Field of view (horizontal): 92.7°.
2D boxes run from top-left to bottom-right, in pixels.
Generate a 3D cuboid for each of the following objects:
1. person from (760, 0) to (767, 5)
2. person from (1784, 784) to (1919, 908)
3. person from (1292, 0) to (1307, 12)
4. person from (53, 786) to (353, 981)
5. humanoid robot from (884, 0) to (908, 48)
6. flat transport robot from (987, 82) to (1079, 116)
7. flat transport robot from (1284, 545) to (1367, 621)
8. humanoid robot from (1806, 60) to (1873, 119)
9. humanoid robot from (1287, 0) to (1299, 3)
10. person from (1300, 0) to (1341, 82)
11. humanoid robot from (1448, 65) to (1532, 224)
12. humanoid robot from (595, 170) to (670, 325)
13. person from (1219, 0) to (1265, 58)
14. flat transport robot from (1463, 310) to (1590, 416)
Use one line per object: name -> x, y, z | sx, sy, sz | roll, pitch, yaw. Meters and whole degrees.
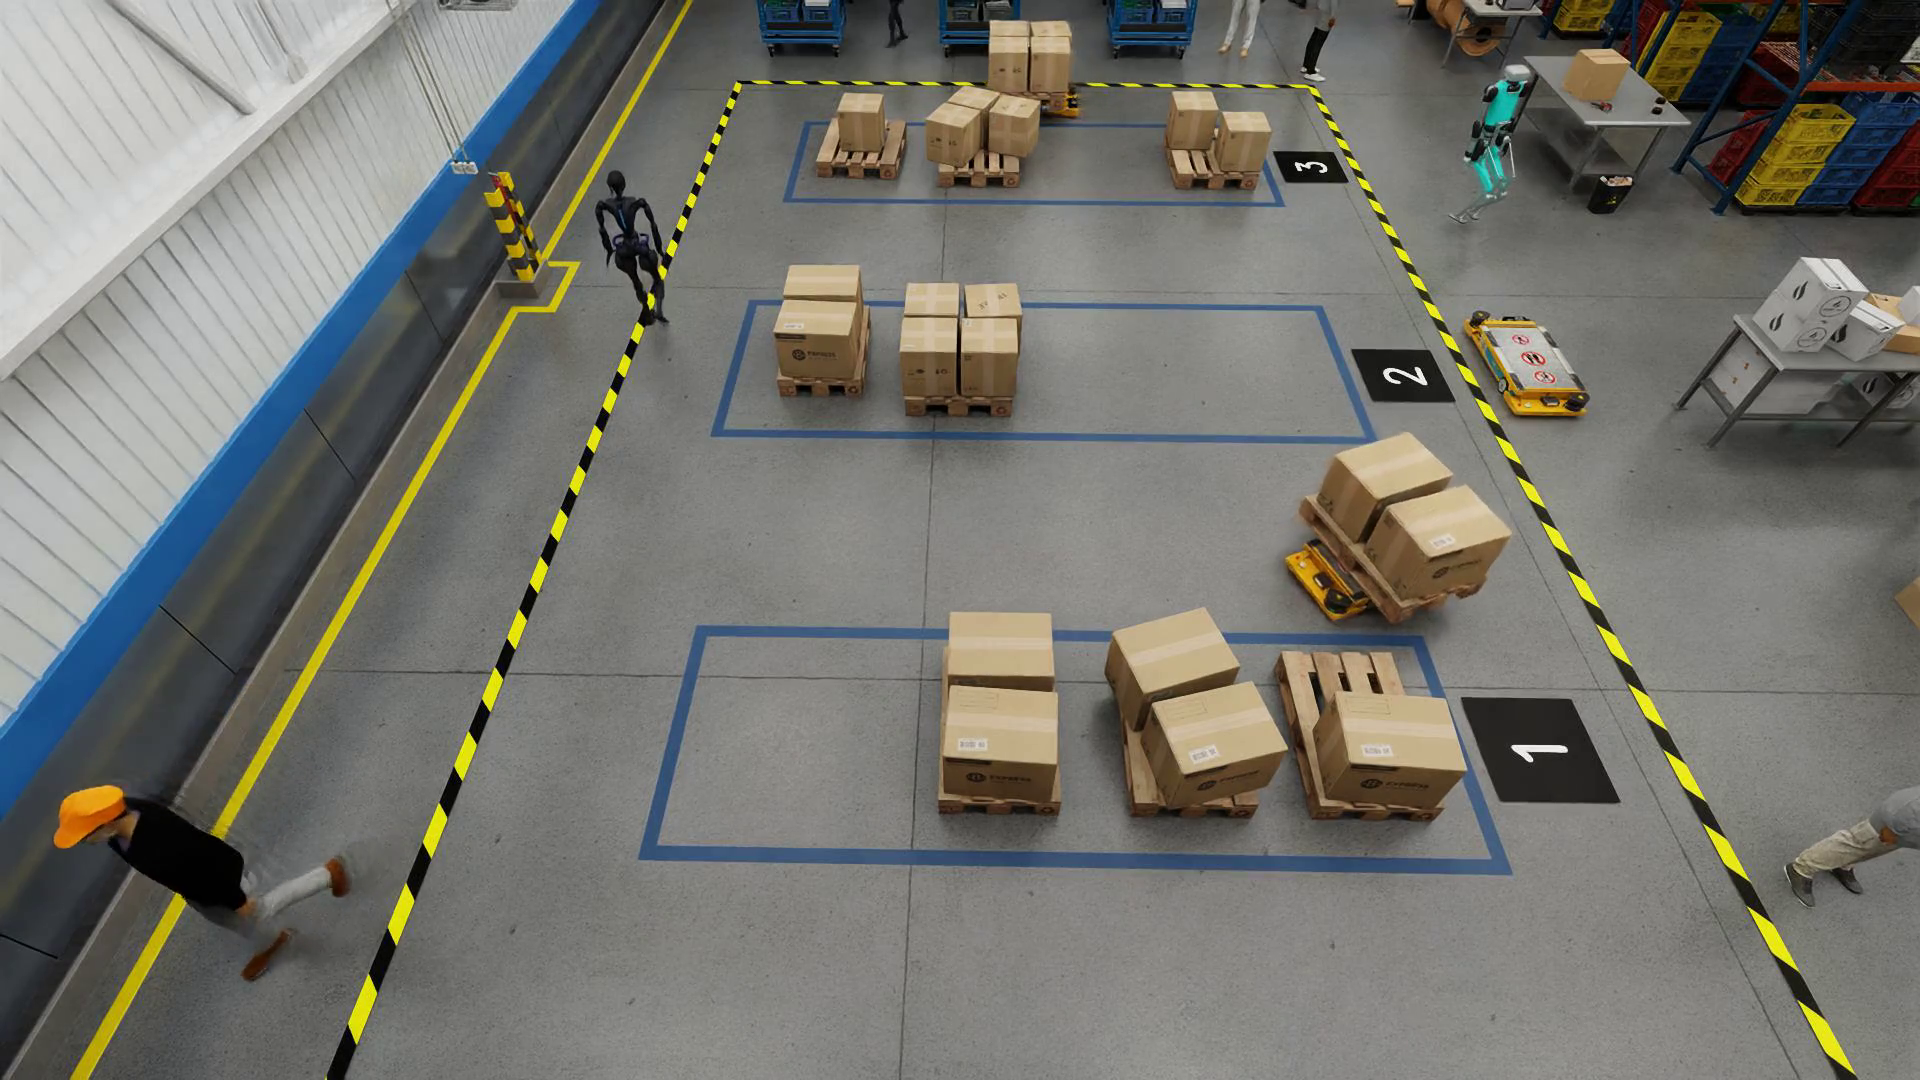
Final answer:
person -> -3.269, -9.842, 14.959 | 0.370, 1.932, 0.620 | 0, 49, 0
person -> 5.452, 1.564, 5.186 | 0.564, 1.769, 0.396 | -9, 50, -8
person -> 5.885, -9.526, 14.680 | 0.714, 1.932, 0.446 | 4, 49, 3
person -> -4.031, 1.767, 4.950 | 0.592, 1.862, 0.686 | 21, 52, 17
humanoid robot -> -1.043, -8.408, 13.884 | 0.567, 1.639, 0.610 | -29, 55, -23
flat transport robot -> 0.935, -6.217, 12.896 | 1.431, 0.197, 0.652 | 1, 49, 1
flat transport robot -> 3.424, 0.153, 7.382 | 1.431, 0.197, 0.652 | -16, 51, -14
humanoid robot -> 11.184, -5.749, 11.583 | 0.611, 1.645, 0.486 | -2, 49, -2
humanoid robot -> 5.759, -9.784, 15.085 | 0.333, 1.641, 0.589 | 9, 50, 8
person -> 5.269, -7.545, 13.019 | 0.395, 1.849, 0.588 | 3, 49, 3
humanoid robot -> 5.997, -4.312, 10.208 | 0.533, 1.673, 0.735 | -12, 50, -10
humanoid robot -> -3.235, -2.819, 9.044 | 0.600, 1.649, 0.464 | -8, 50, -7
person -> 4.289, -8.180, 13.572 | 0.626, 1.846, 0.429 | 26, 54, 21
flat transport robot -> 5.573, -1.757, 9.054 | 0.659, 0.231, 1.431 | 1, 49, 1
